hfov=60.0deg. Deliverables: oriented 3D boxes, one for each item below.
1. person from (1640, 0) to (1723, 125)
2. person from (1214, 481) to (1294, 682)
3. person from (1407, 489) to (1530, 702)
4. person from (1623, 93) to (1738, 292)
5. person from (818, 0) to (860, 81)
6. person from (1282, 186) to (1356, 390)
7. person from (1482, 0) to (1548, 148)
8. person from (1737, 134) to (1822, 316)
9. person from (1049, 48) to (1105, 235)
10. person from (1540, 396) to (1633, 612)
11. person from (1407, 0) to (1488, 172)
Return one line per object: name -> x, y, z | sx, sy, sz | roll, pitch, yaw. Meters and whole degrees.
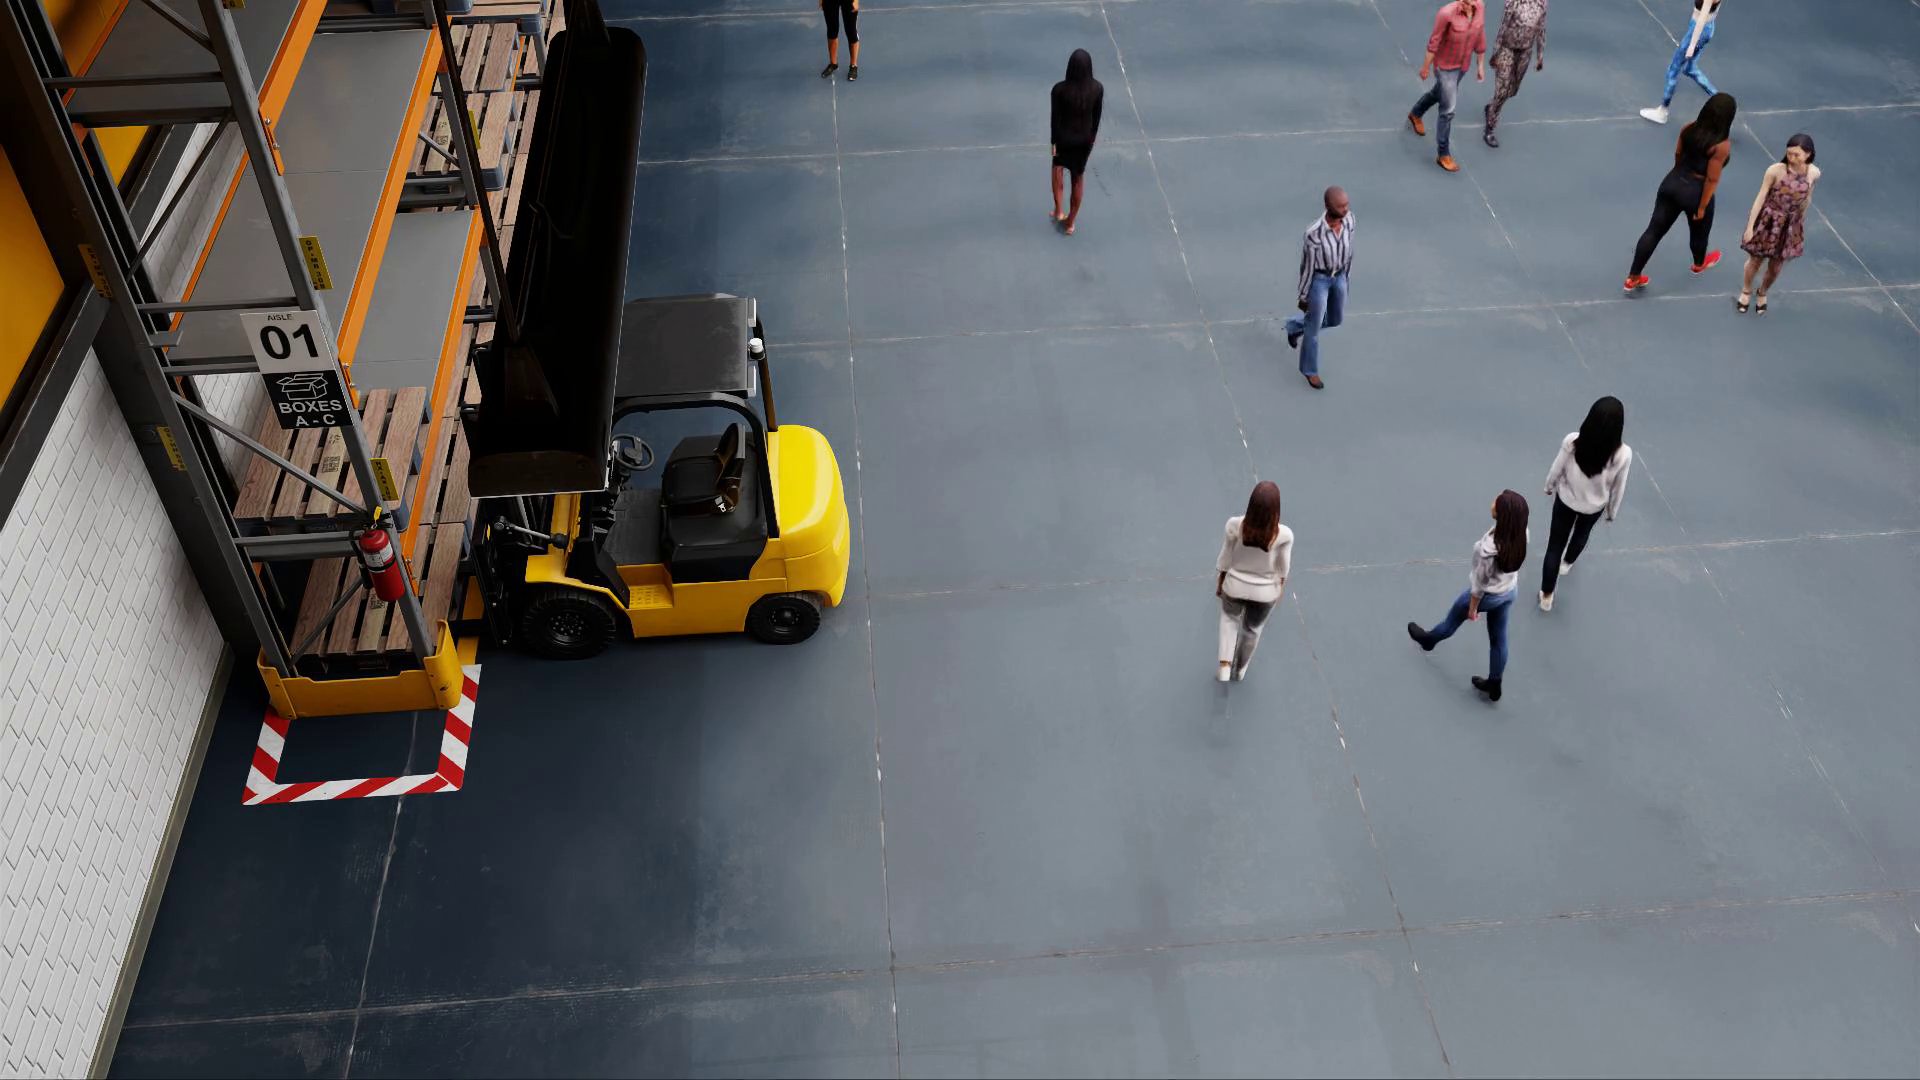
person -> 7.082, -4.707, 15.785 | 1.035, 1.766, 0.989 | 28, 50, 26
person -> 1.842, 0.334, 10.556 | 0.728, 1.680, 0.798 | 11, 45, 12
person -> 3.437, 0.397, 10.554 | 0.915, 1.591, 1.098 | -25, 49, -24
person -> 5.965, -2.831, 13.820 | 1.085, 1.760, 1.229 | -22, 48, -22
person -> -1.202, -5.444, 16.629 | 0.648, 1.669, 0.636 | 10, 45, 11
person -> 2.764, -2.011, 12.945 | 0.846, 1.780, 0.935 | -24, 49, -23
person -> 5.227, -4.625, 15.743 | 0.608, 1.706, 0.858 | -2, 44, -2
person -> 6.638, -2.554, 13.545 | 0.760, 1.739, 0.794 | 1, 44, 1
person -> 1.020, -3.425, 14.481 | 0.596, 1.709, 0.590 | -4, 44, -4
person -> 4.137, -0.197, 11.114 | 0.844, 1.679, 0.984 | 14, 45, 14
person -> 4.521, -4.453, 15.502 | 1.017, 1.790, 1.315 | -20, 47, -20
